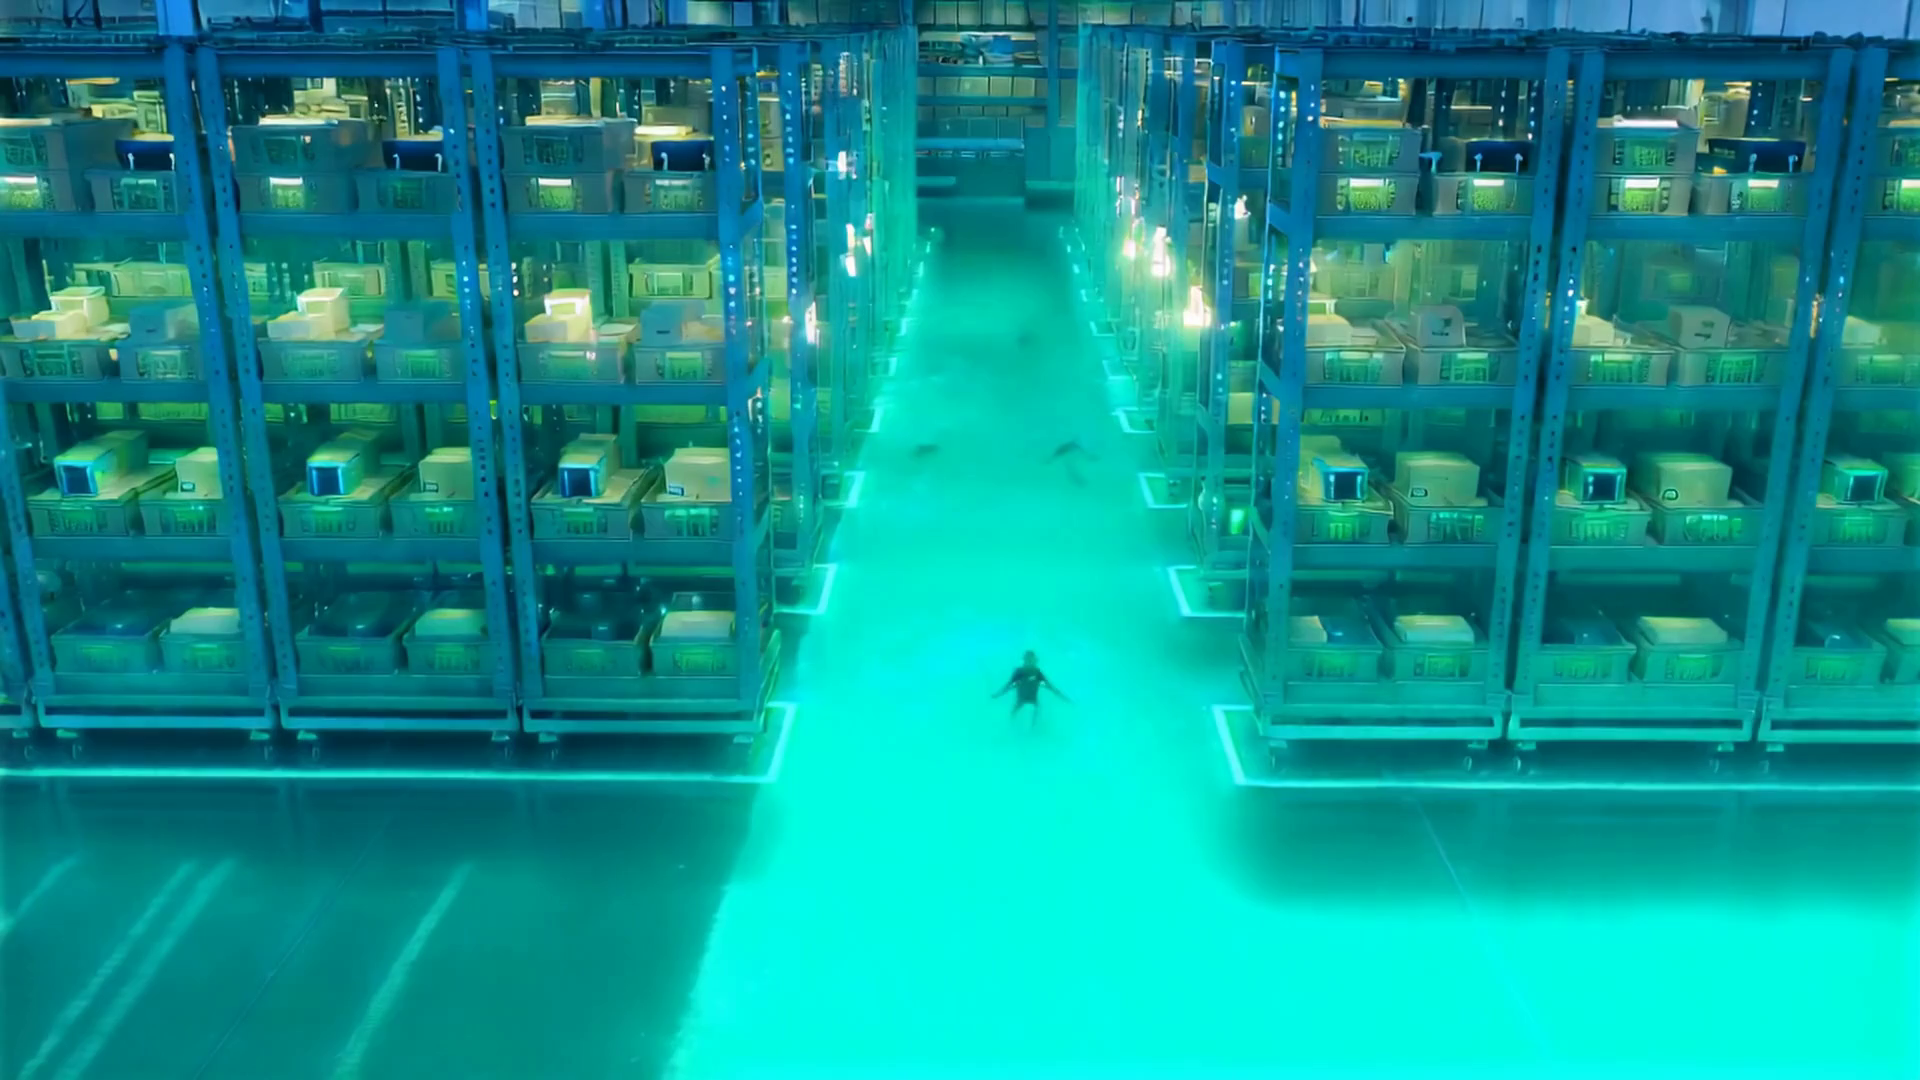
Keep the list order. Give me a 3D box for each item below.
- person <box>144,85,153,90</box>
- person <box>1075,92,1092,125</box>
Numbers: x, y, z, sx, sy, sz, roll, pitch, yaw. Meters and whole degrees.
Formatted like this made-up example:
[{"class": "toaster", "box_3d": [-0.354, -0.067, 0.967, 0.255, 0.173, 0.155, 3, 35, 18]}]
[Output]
[{"class": "person", "box_3d": [-26.835, -14.275, 55.212, 0.623, 1.607, 0.522, 4, 18, 12]}, {"class": "person", "box_3d": [3.177, -10.603, 42.960, 0.380, 1.950, 0.602, -13, 22, -36]}]
